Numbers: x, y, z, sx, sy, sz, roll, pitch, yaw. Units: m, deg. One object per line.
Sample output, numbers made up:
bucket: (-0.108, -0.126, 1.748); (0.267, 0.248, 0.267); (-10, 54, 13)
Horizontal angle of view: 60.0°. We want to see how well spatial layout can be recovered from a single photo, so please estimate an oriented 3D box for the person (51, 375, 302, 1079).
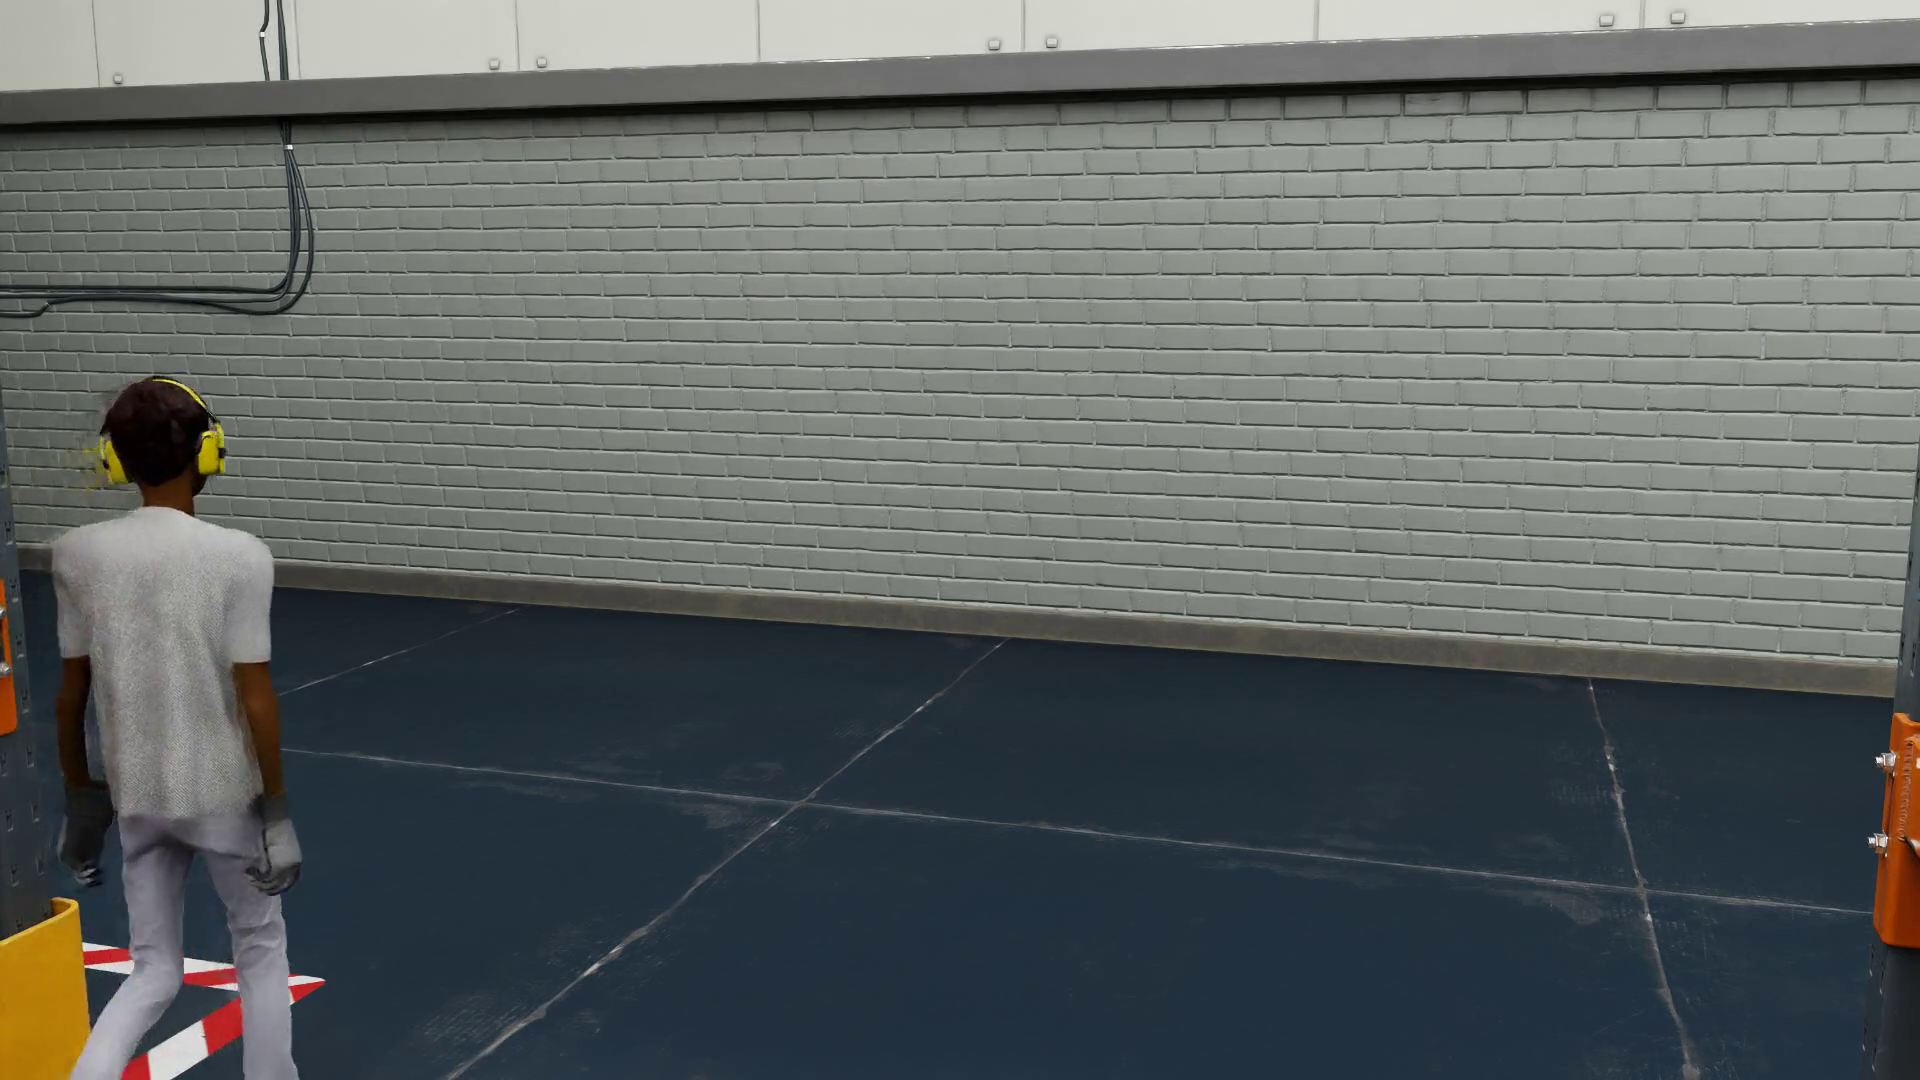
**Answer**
person: (-1.691, 0.578, 3.531); (0.535, 1.839, 0.806); (1, 10, 6)
